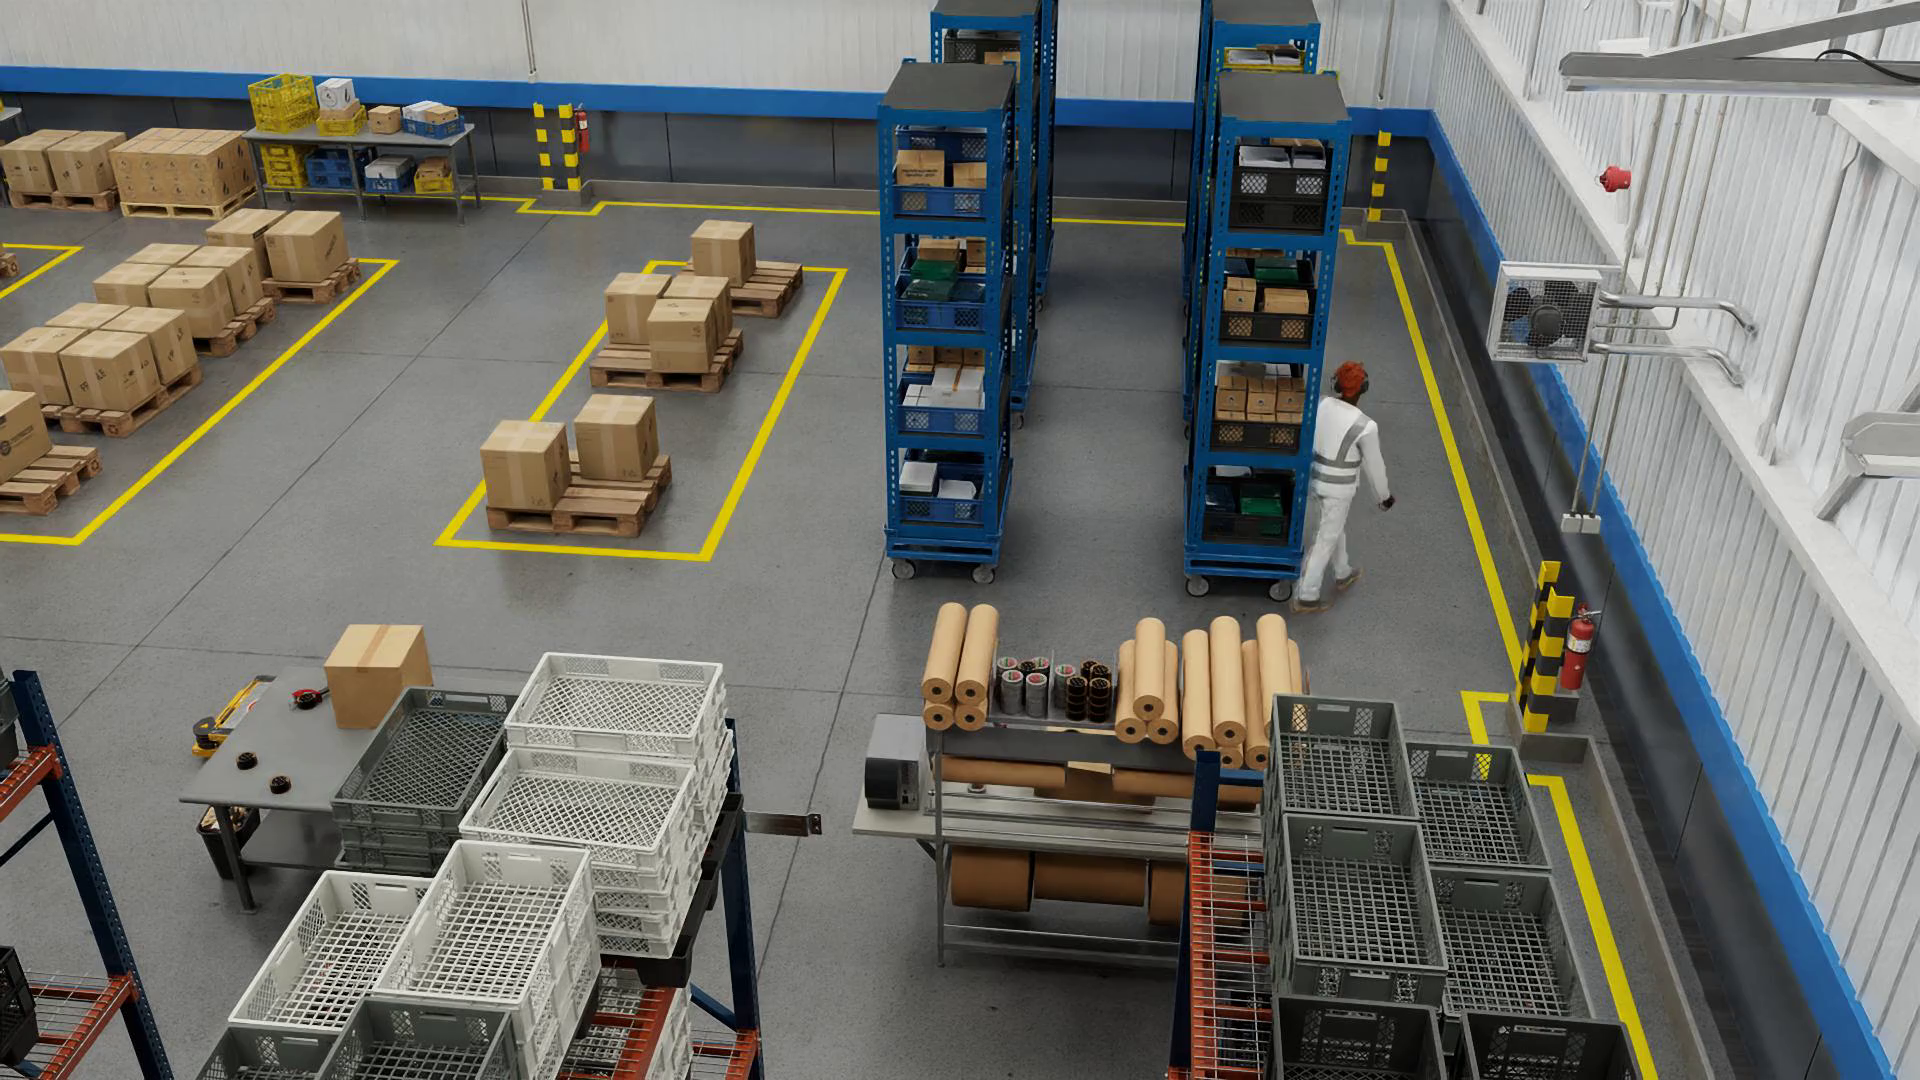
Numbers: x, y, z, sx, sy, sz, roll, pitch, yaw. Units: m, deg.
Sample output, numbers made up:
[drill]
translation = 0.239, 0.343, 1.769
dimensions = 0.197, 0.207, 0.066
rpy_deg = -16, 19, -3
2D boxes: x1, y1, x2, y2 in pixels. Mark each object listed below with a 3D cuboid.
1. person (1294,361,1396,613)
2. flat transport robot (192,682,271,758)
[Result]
[person]
translation = 2.683, -0.384, 11.743
dimensions = 0.778, 1.846, 0.627
rpy_deg = -18, 35, -28
[flat transport robot]
translation = -4.089, 1.163, 10.648
dimensions = 1.431, 0.197, 0.652
rpy_deg = 3, 30, 6
